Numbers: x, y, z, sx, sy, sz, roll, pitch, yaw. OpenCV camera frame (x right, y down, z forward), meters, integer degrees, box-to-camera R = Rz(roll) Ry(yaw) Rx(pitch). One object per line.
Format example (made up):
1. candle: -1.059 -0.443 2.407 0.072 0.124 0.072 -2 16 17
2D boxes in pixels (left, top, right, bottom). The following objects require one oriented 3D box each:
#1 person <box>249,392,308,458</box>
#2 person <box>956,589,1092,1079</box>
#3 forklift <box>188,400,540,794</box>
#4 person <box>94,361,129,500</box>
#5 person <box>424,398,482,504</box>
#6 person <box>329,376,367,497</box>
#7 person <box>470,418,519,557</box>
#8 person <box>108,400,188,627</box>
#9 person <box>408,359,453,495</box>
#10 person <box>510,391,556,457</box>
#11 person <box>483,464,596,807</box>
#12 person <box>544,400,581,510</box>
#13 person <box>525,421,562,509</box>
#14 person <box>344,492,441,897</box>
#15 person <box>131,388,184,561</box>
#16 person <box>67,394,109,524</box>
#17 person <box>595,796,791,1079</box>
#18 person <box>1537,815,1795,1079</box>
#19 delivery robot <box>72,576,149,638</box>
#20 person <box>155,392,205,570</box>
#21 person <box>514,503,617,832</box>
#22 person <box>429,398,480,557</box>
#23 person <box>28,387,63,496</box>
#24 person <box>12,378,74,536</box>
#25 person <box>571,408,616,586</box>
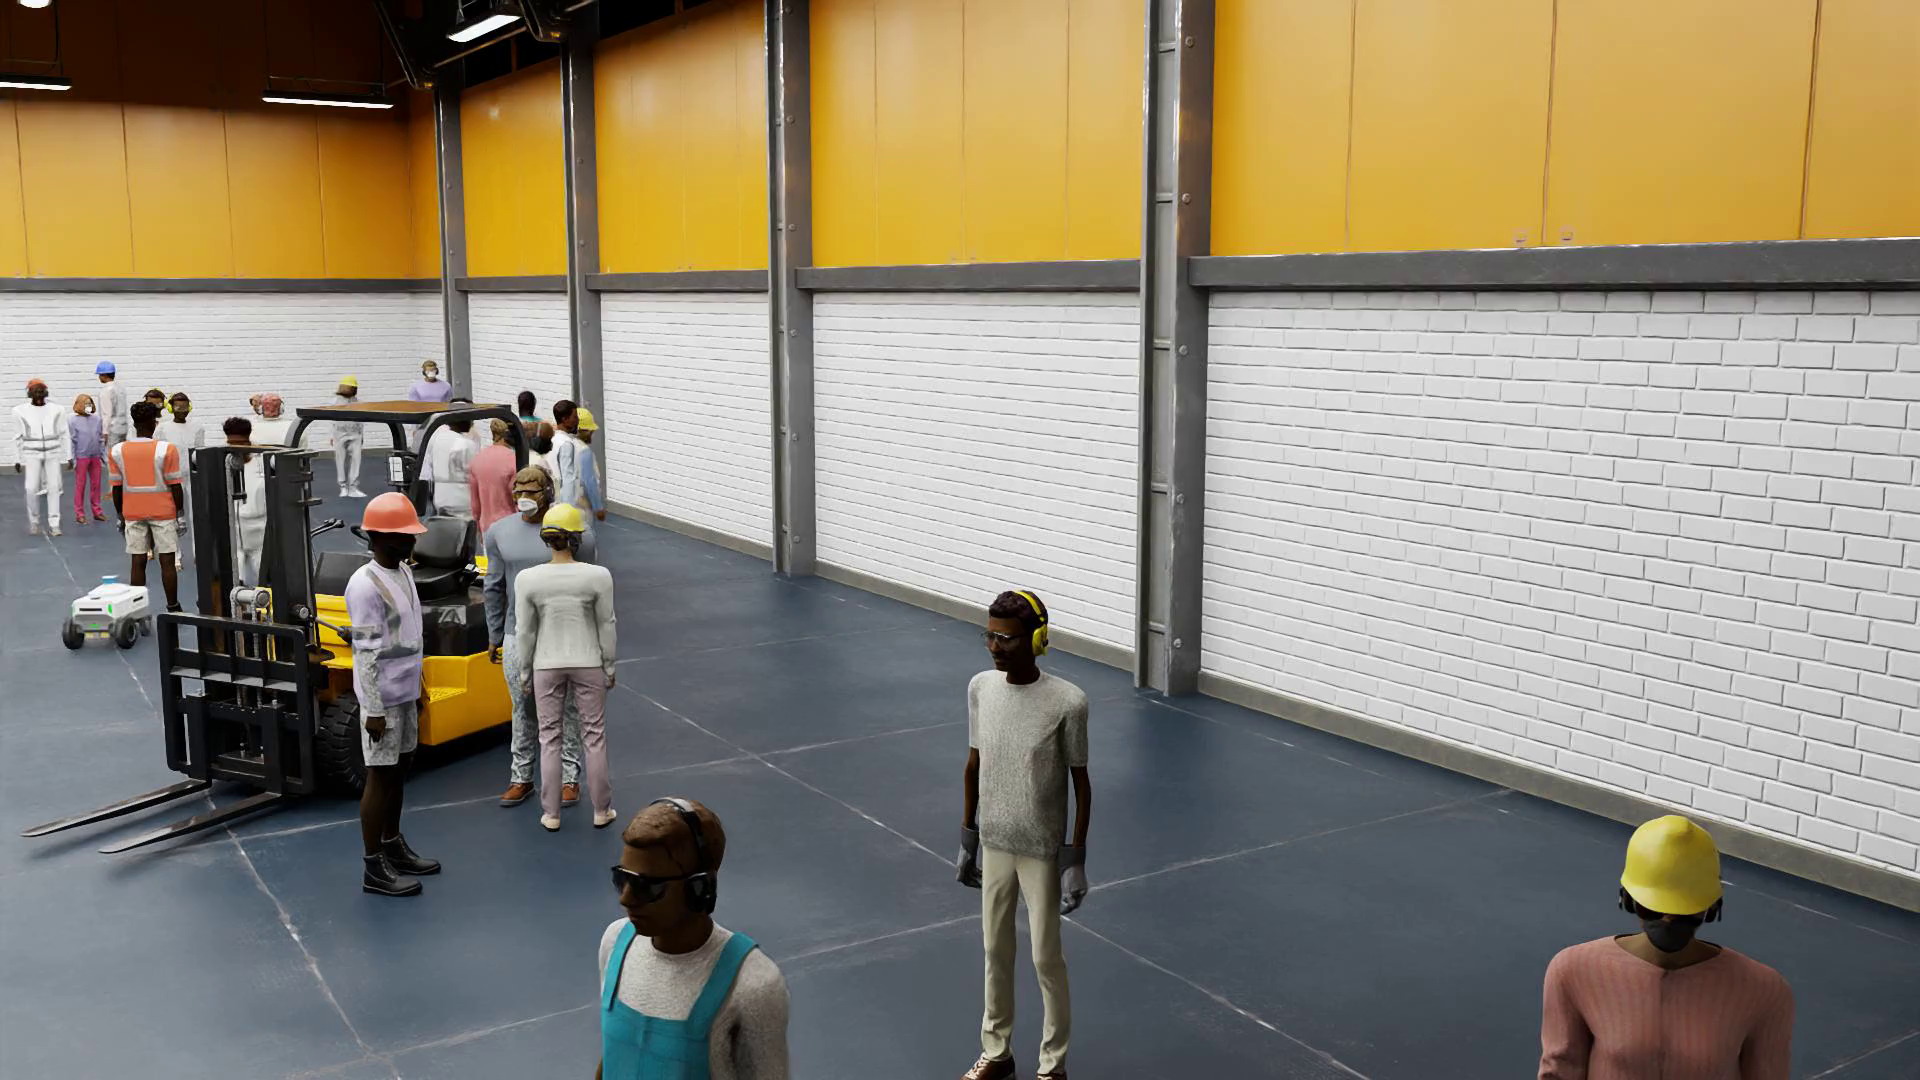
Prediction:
1. person: -6.751 -0.500 16.425 0.643 1.910 0.400 -4 9 -26
2. person: 0.214 1.090 5.839 0.534 1.868 0.309 6 10 34
3. forklift: -3.529 0.258 10.348 1.214 2.155 2.313 4 9 25
4. person: -11.835 -1.528 23.227 0.407 1.945 0.618 0 8 -3
5. person: -5.025 -0.519 16.854 0.788 1.810 0.645 7 11 39
6. person: -8.674 -1.455 23.496 0.577 1.719 0.500 -7 11 -41
7. person: -3.640 -0.052 13.299 0.635 1.937 0.354 6 10 35
8. person: -6.991 -0.225 14.366 0.603 1.966 0.368 -1 8 -5
9. person: -7.557 -1.614 23.823 0.629 1.940 0.376 -6 10 -34
10. person: -4.531 -0.613 17.364 0.598 1.857 1.029 -8 12 -44
11. person: -2.351 0.536 9.331 0.635 1.937 0.354 0 8 3
12. person: -3.626 -0.319 15.172 0.396 1.917 0.590 -4 9 -27
13. person: -3.547 -0.100 14.058 0.484 1.816 0.620 -4 9 -23
14. person: -2.717 0.731 8.025 0.374 1.935 0.552 0 8 2
15. person: -8.673 -0.714 18.013 0.521 1.865 0.327 -6 11 -37
16. person: -10.952 -1.019 20.873 0.280 1.624 0.494 4 9 23
17. person: -0.590 1.440 3.555 0.506 1.847 0.346 5 10 32
18. person: 1.554 1.460 3.721 0.521 1.759 0.345 3 9 19
19. delivery robot: -6.967 0.537 13.652 0.477 0.478 0.707 0 8 -2
20. person: -8.101 -0.615 17.361 0.513 1.862 0.327 -8 11 -42
21. person: -2.104 0.685 8.920 0.525 1.765 0.329 -1 9 -9
22. person: -4.612 -0.342 15.263 0.626 1.935 0.408 7 11 41
23. person: -13.017 -1.432 23.636 0.509 1.628 0.318 4 9 22
24. person: -10.884 -0.982 19.765 0.611 1.877 0.400 -6 10 -36
25. person: -3.595 -0.368 15.963 0.675 1.783 0.629 -6 10 -35
